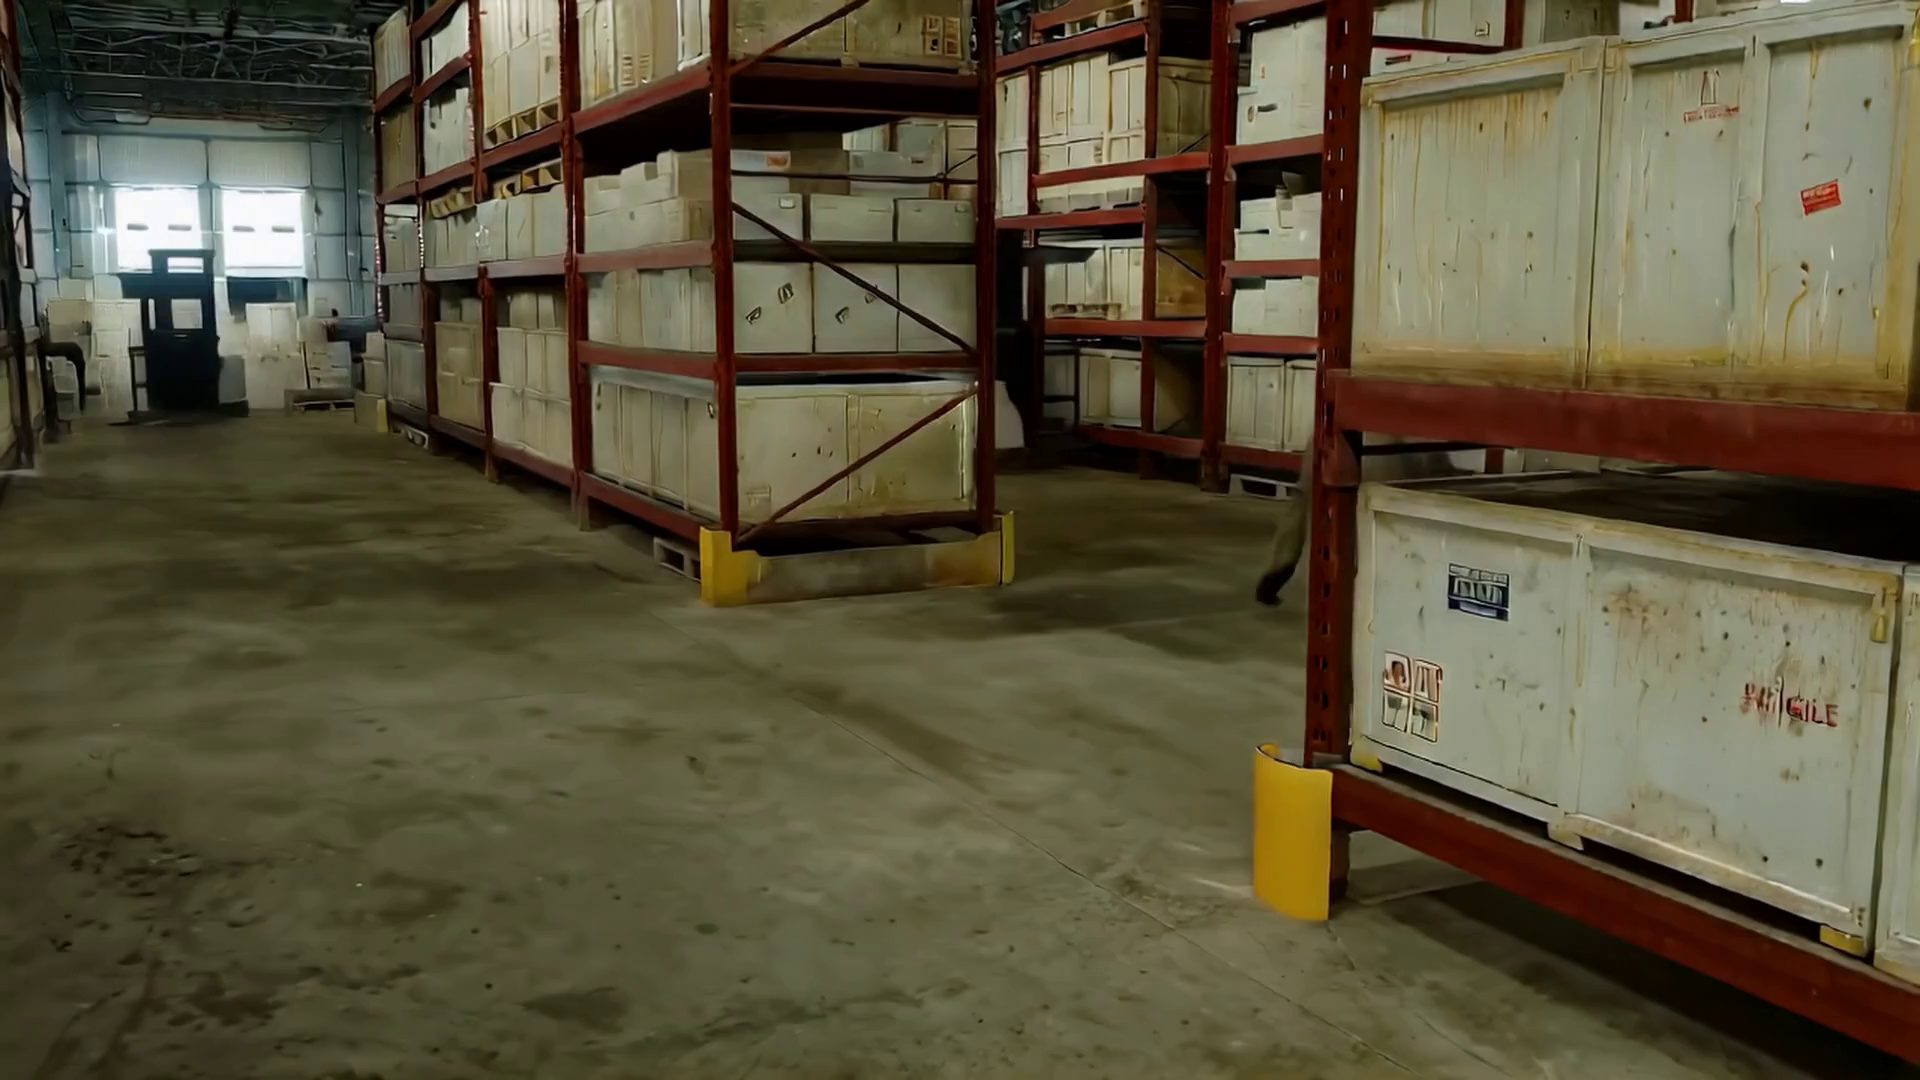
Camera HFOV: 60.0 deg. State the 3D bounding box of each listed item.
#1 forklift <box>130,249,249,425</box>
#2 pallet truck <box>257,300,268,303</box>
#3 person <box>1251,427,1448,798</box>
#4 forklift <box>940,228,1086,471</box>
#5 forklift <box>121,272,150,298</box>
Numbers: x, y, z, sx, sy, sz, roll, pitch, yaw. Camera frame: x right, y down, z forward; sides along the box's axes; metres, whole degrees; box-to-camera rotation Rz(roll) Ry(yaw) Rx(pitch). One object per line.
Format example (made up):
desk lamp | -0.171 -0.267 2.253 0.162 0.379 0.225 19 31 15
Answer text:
forklift | -12.483 -3.307 26.893 1.129 2.768 1.873 0 8 2
pallet truck | -23.913 -7.404 58.171 1.885 1.965 0.823 -1 8 -9
person | 1.512 0.155 6.533 1.030 1.848 0.652 -4 9 -27
forklift | 0.392 -2.215 19.359 1.873 2.768 1.129 -4 9 -26
forklift | -24.911 -6.719 50.418 1.129 2.768 1.873 4 9 26
